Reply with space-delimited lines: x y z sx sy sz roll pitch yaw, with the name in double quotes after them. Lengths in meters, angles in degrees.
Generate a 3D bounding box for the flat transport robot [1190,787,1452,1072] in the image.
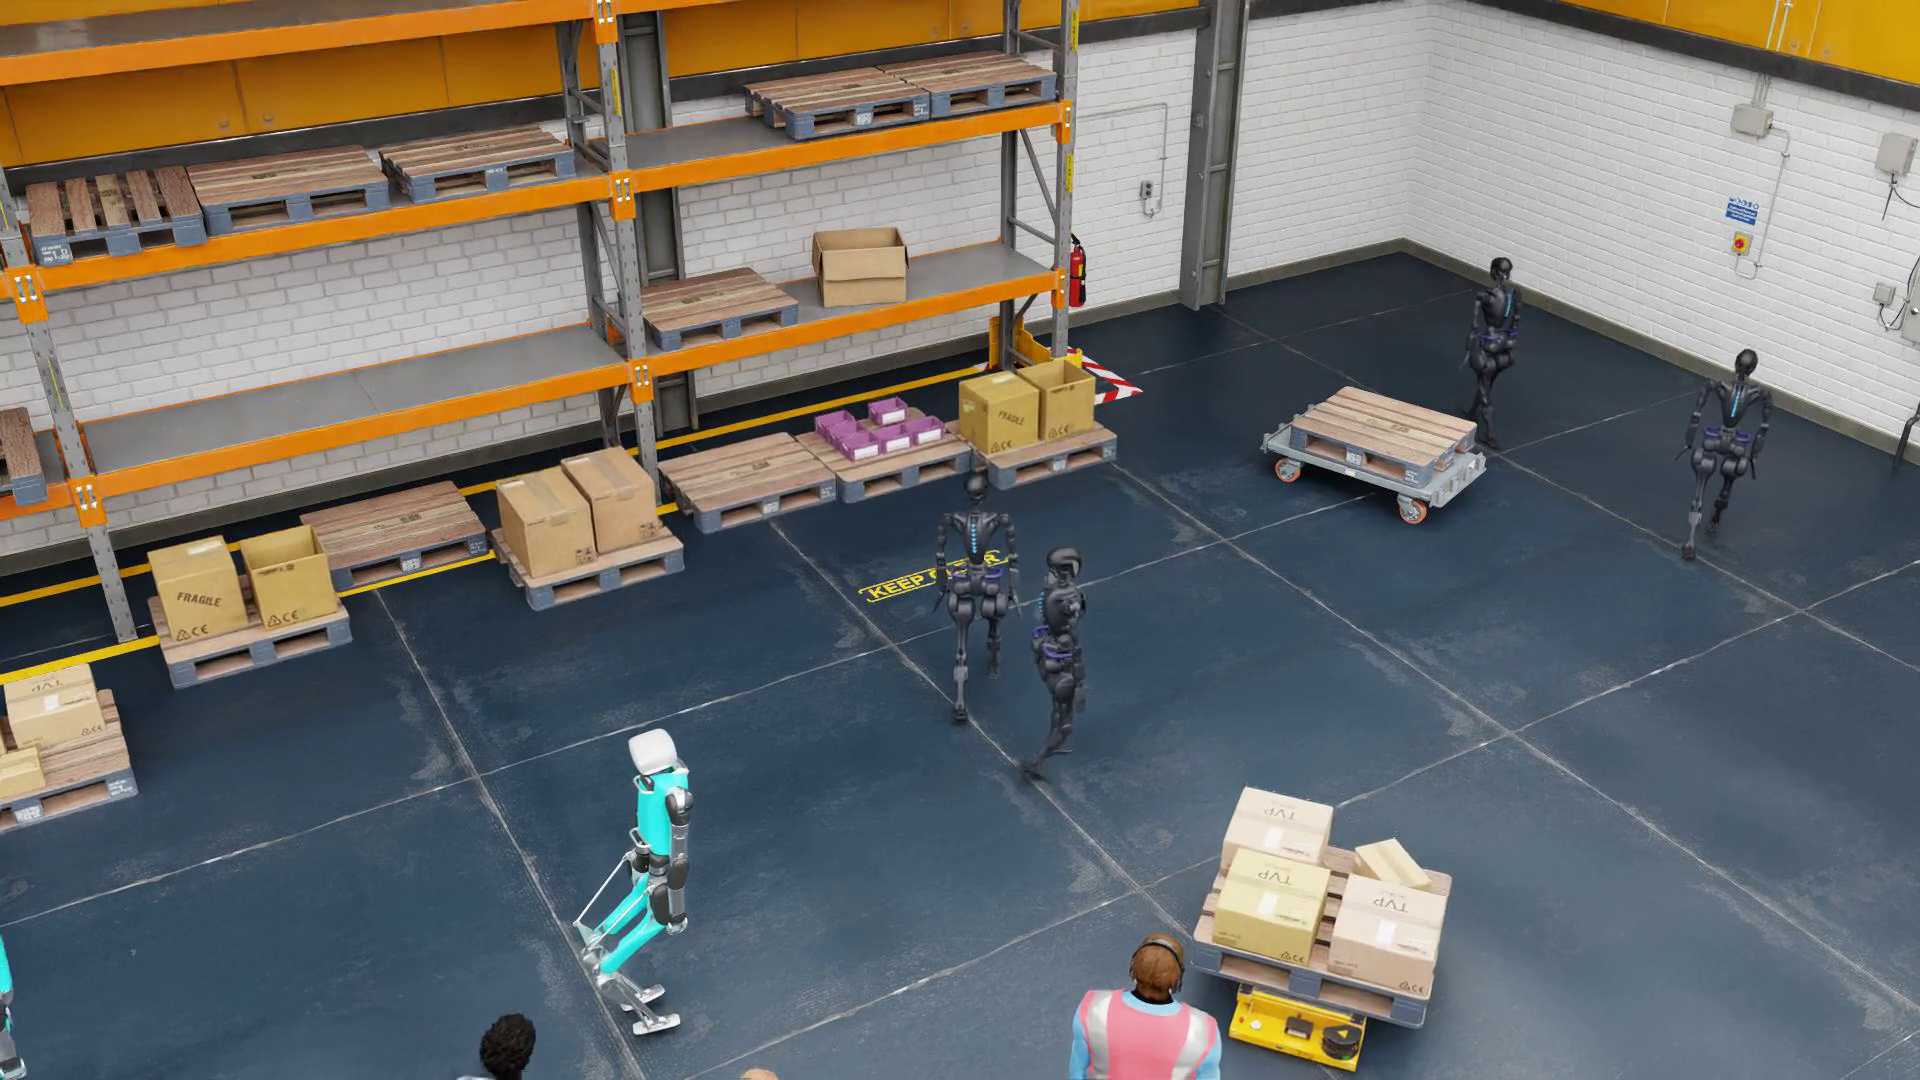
1.948 2.236 9.017 0.659 0.231 1.431 11 31 19 "flat transport robot"

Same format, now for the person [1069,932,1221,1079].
0.777 2.421 7.104 0.638 1.831 0.430 7 30 12 "person"

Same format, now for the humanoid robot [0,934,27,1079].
-4.500 2.298 7.480 0.659 1.865 0.541 -19 35 -30 "humanoid robot"

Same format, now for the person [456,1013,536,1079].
-1.818 2.656 6.857 0.527 1.655 0.839 0 29 0 "person"

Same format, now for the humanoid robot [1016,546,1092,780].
0.556 0.742 10.239 0.491 1.642 0.604 -9 31 -15 "humanoid robot"

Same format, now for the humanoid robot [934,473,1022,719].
0.111 0.357 10.991 0.601 1.612 0.833 3 30 6 "humanoid robot"

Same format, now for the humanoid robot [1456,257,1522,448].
4.612 -1.678 14.551 0.596 1.625 0.755 -14 32 -23 "humanoid robot"

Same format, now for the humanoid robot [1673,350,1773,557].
5.869 -0.706 12.847 0.603 1.623 0.796 12 32 21 "humanoid robot"

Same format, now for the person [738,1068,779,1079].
-0.747 2.728 6.788 0.551 1.610 0.459 17 34 27 "person"

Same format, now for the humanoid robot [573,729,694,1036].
-1.662 1.756 8.273 0.746 1.693 0.531 -16 33 -26 "humanoid robot"
